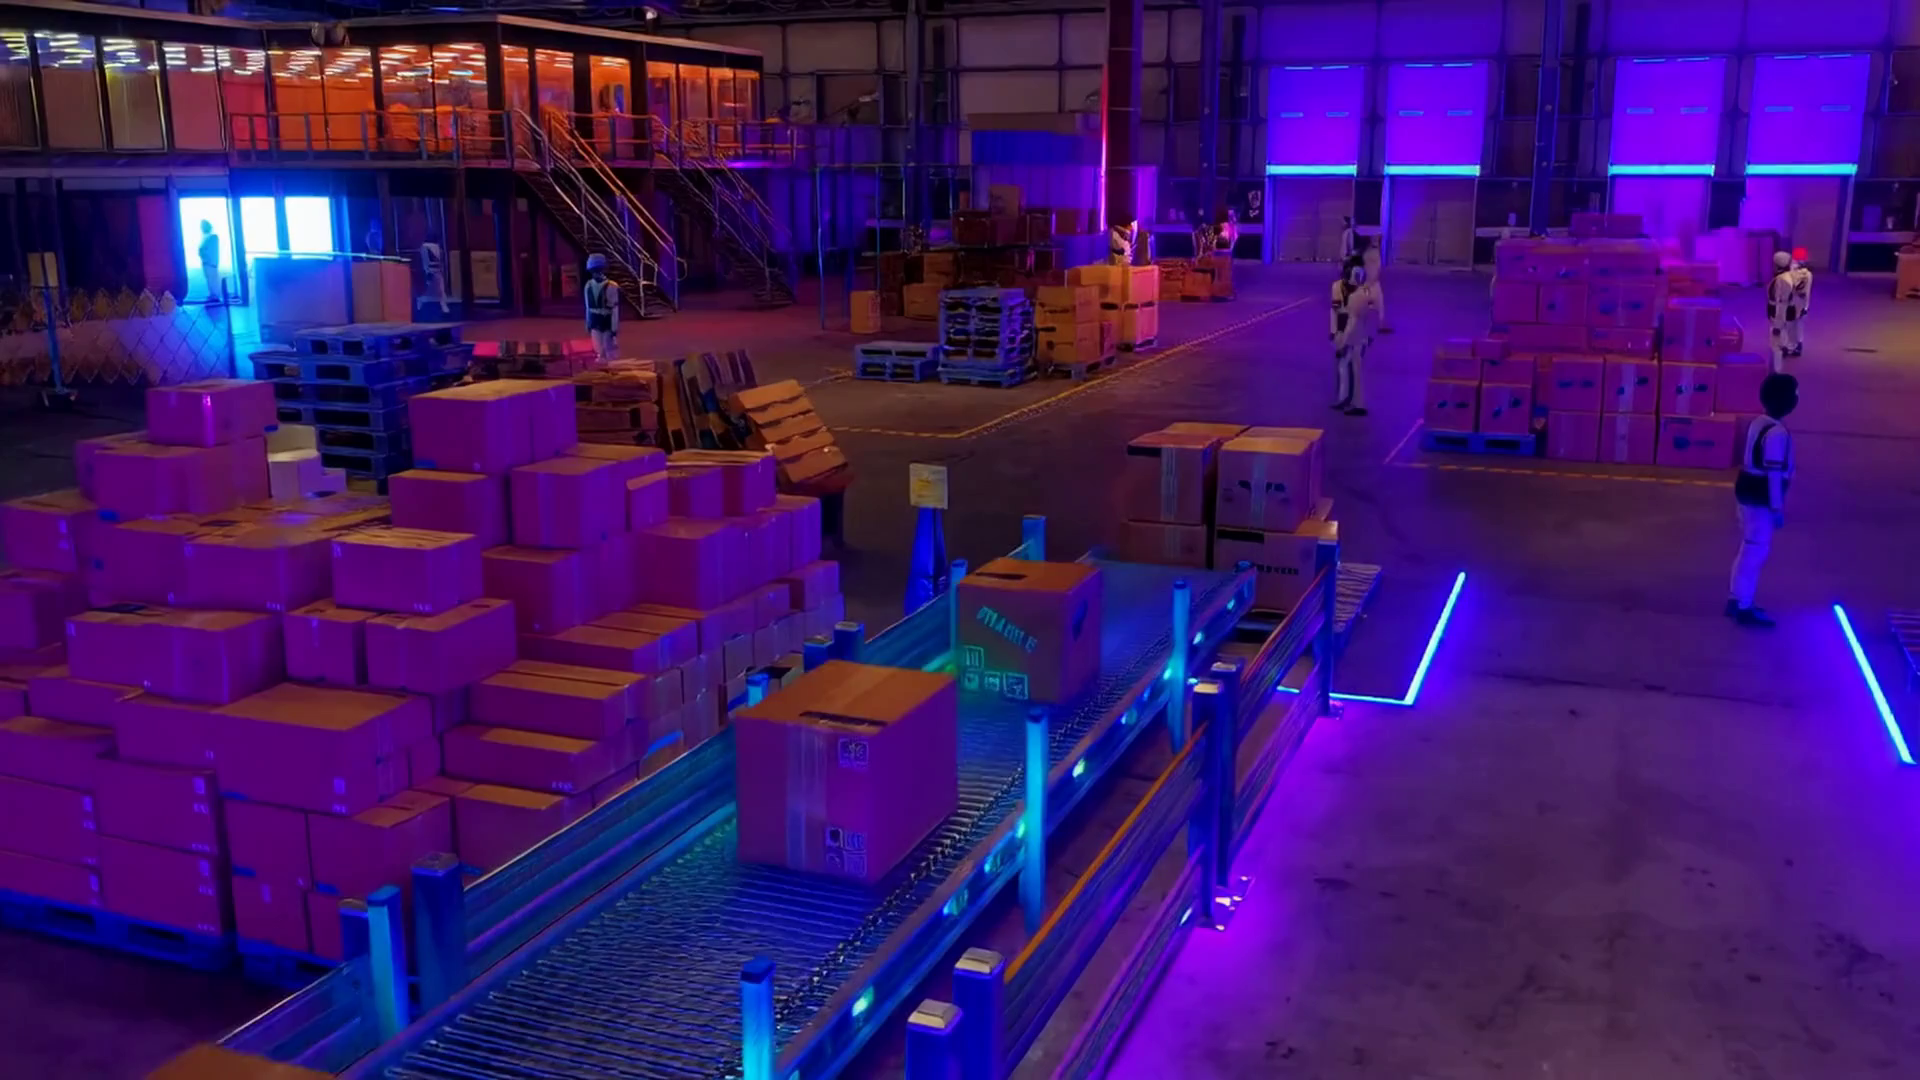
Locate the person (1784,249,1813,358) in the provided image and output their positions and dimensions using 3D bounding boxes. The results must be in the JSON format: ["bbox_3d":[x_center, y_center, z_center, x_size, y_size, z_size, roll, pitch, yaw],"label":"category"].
[{"bbox_3d":[13.495,-3.813,26.861,0.294,1.744,0.487,-5,13,-21],"label":"person"}]

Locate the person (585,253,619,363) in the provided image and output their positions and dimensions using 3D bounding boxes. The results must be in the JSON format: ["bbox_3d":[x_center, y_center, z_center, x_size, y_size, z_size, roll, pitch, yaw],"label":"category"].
[{"bbox_3d":[-4.728,-2.803,21.928,0.542,1.928,0.399,7,14,28],"label":"person"}]

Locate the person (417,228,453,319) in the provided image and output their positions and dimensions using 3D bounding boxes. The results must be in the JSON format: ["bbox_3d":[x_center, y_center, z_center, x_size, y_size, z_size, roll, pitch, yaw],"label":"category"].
[{"bbox_3d":[-10.791,-5.434,33.902,0.876,1.860,0.578,7,14,29],"label":"person"}]

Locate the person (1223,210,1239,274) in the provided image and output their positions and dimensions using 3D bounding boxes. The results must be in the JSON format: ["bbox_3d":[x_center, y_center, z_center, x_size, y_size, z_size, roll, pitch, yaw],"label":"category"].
[{"bbox_3d":[7.886,-8.665,48.403,0.430,1.845,0.621,-1,13,-2],"label":"person"}]

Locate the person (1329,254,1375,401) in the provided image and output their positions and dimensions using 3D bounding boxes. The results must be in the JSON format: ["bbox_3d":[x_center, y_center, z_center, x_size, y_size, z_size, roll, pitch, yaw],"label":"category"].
[{"bbox_3d":[5.121,-2.752,21.694,0.570,1.919,0.649,2,13,7],"label":"person"}]

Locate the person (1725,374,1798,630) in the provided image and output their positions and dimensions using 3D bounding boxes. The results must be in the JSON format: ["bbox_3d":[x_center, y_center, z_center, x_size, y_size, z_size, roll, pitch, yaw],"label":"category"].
[{"bbox_3d":[5.326,-0.258,11.043,0.320,1.693,0.537,3,13,12],"label":"person"}]

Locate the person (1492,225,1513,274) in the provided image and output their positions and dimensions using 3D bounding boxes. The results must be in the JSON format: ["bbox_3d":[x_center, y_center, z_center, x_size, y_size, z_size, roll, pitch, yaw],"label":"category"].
[{"bbox_3d":[11.801,-5.912,36.072,0.622,1.831,0.434,-4,13,-19],"label":"person"}]

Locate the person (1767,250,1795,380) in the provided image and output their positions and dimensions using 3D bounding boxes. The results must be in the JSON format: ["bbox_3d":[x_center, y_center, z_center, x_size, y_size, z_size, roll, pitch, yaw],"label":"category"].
[{"bbox_3d":[11.246,-3.009,22.858,0.394,1.920,0.587,4,13,19],"label":"person"}]

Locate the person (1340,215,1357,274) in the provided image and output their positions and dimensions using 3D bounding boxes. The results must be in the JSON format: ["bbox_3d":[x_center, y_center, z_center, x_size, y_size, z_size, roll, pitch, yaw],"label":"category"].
[{"bbox_3d":[9.185,-6.716,39.443,0.403,1.938,0.602,8,15,30],"label":"person"}]

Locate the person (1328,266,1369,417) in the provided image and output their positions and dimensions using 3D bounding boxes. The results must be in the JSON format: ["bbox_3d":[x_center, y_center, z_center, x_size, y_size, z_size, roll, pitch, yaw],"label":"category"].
[{"bbox_3d":[4.775,-2.427,20.415,0.650,1.845,0.526,3,13,14],"label":"person"}]

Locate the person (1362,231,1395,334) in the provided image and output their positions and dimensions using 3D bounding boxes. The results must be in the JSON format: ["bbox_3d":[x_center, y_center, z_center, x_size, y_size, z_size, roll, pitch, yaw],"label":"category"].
[{"bbox_3d":[7.569,-4.784,30.896,1.012,1.894,0.626,4,13,17],"label":"person"}]

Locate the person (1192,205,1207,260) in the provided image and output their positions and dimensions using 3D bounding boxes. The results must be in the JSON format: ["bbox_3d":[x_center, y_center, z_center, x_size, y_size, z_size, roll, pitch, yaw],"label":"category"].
[{"bbox_3d":[7.355,-9.285,51.013,0.404,1.918,0.590,-11,17,-40],"label":"person"}]
